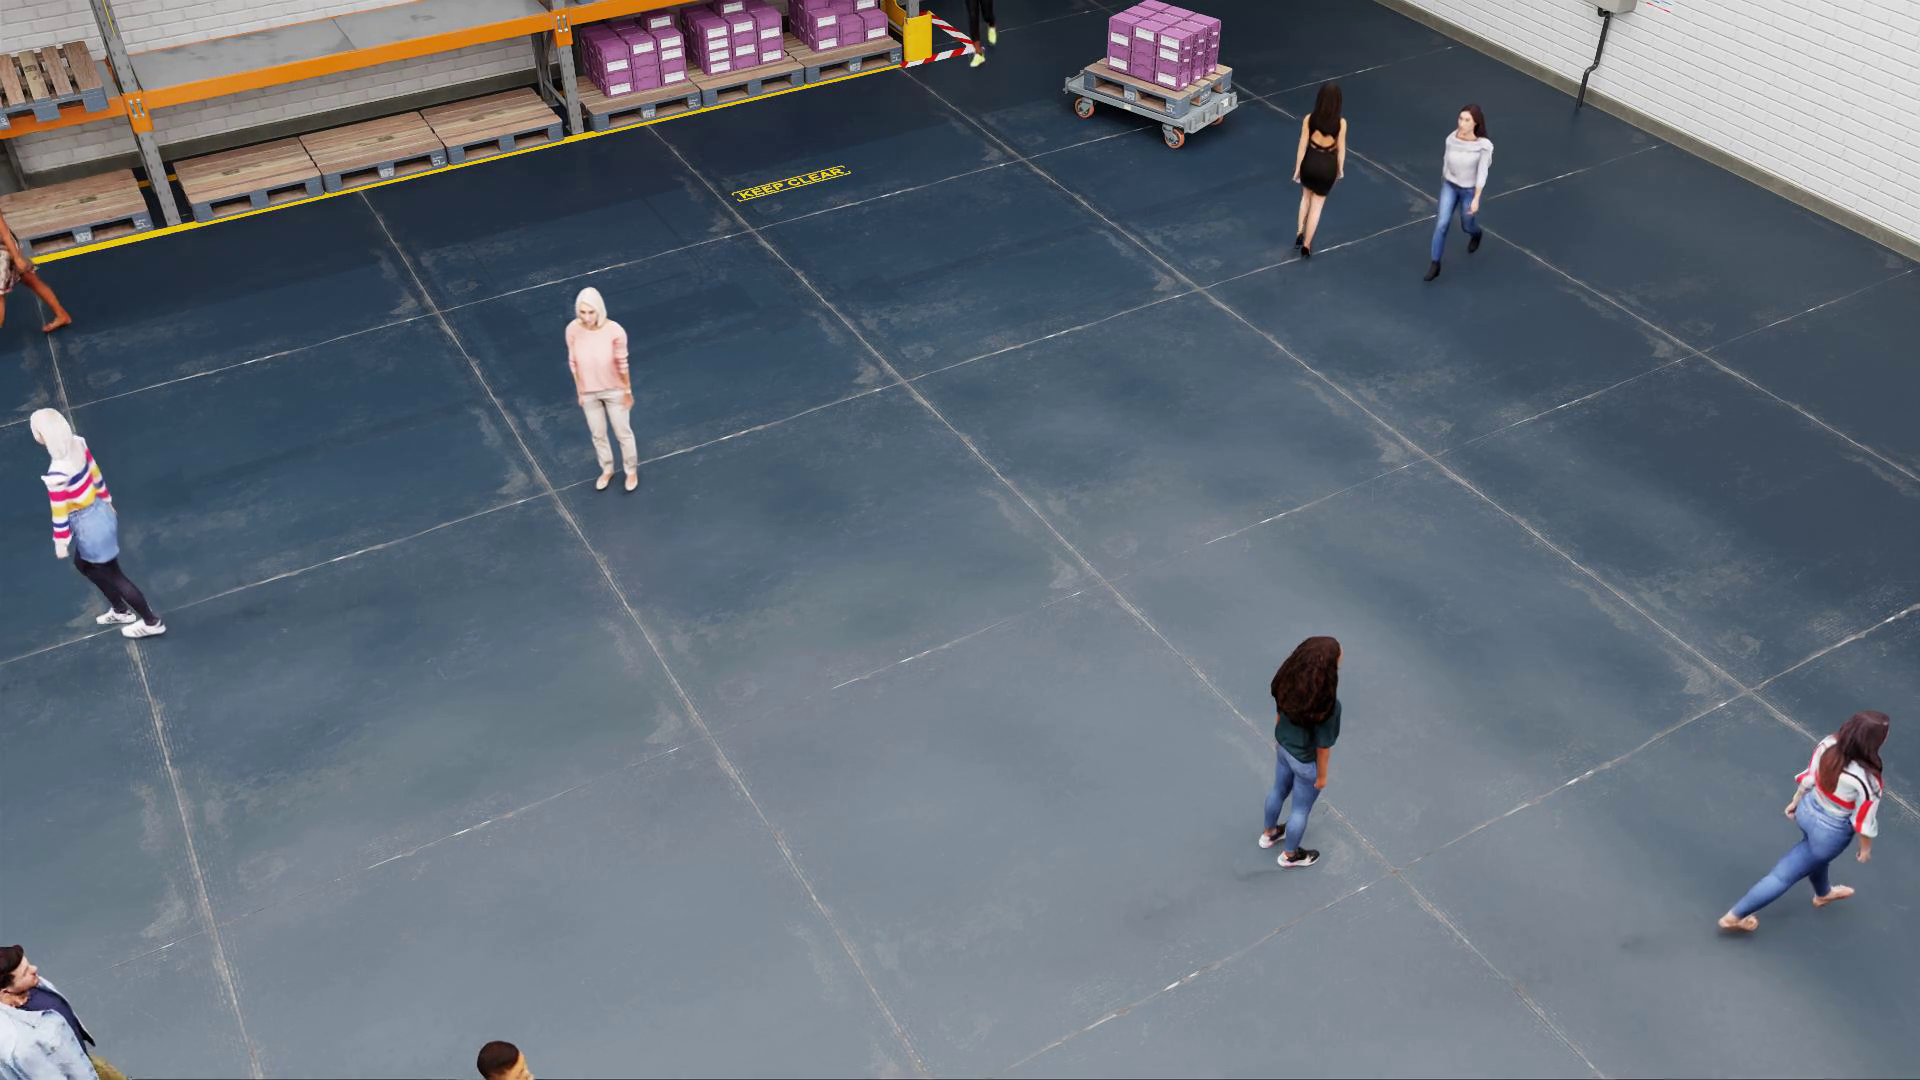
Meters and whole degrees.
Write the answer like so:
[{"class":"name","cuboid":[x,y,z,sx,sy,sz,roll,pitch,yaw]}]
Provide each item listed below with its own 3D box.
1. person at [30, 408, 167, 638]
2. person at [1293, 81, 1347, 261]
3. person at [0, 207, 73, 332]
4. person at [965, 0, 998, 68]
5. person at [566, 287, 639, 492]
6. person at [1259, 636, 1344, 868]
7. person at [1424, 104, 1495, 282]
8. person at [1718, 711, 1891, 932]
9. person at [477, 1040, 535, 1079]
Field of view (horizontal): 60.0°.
[{"class":"person","cuboid":[-5.478,-0.083,10.676,0.810,1.792,0.774,-6,39,-7]},{"class":"person","cuboid":[3.157,-3.217,14.727,0.682,1.634,0.732,16,41,19]},{"class":"person","cuboid":[-7.788,-2.391,13.712,1.102,1.609,0.766,-27,46,-30]},{"class":"person","cuboid":[0.227,-6.139,18.316,0.949,1.722,1.024,9,39,11]},{"class":"person","cuboid":[-2.570,-1.097,12.005,0.666,1.718,0.751,4,39,5]},{"class":"person","cuboid":[1.898,1.169,9.250,0.586,1.615,0.597,-18,42,-21]},{"class":"person","cuboid":[4.432,-3.059,14.556,0.826,1.600,1.091,28,46,30]},{"class":"person","cuboid":[4.502,1.539,8.824,1.162,1.568,0.825,-9,39,-11]},{"class":"person","cuboid":[-2.032,2.718,7.453,1.001,1.436,0.811,-2,39,-2]}]
